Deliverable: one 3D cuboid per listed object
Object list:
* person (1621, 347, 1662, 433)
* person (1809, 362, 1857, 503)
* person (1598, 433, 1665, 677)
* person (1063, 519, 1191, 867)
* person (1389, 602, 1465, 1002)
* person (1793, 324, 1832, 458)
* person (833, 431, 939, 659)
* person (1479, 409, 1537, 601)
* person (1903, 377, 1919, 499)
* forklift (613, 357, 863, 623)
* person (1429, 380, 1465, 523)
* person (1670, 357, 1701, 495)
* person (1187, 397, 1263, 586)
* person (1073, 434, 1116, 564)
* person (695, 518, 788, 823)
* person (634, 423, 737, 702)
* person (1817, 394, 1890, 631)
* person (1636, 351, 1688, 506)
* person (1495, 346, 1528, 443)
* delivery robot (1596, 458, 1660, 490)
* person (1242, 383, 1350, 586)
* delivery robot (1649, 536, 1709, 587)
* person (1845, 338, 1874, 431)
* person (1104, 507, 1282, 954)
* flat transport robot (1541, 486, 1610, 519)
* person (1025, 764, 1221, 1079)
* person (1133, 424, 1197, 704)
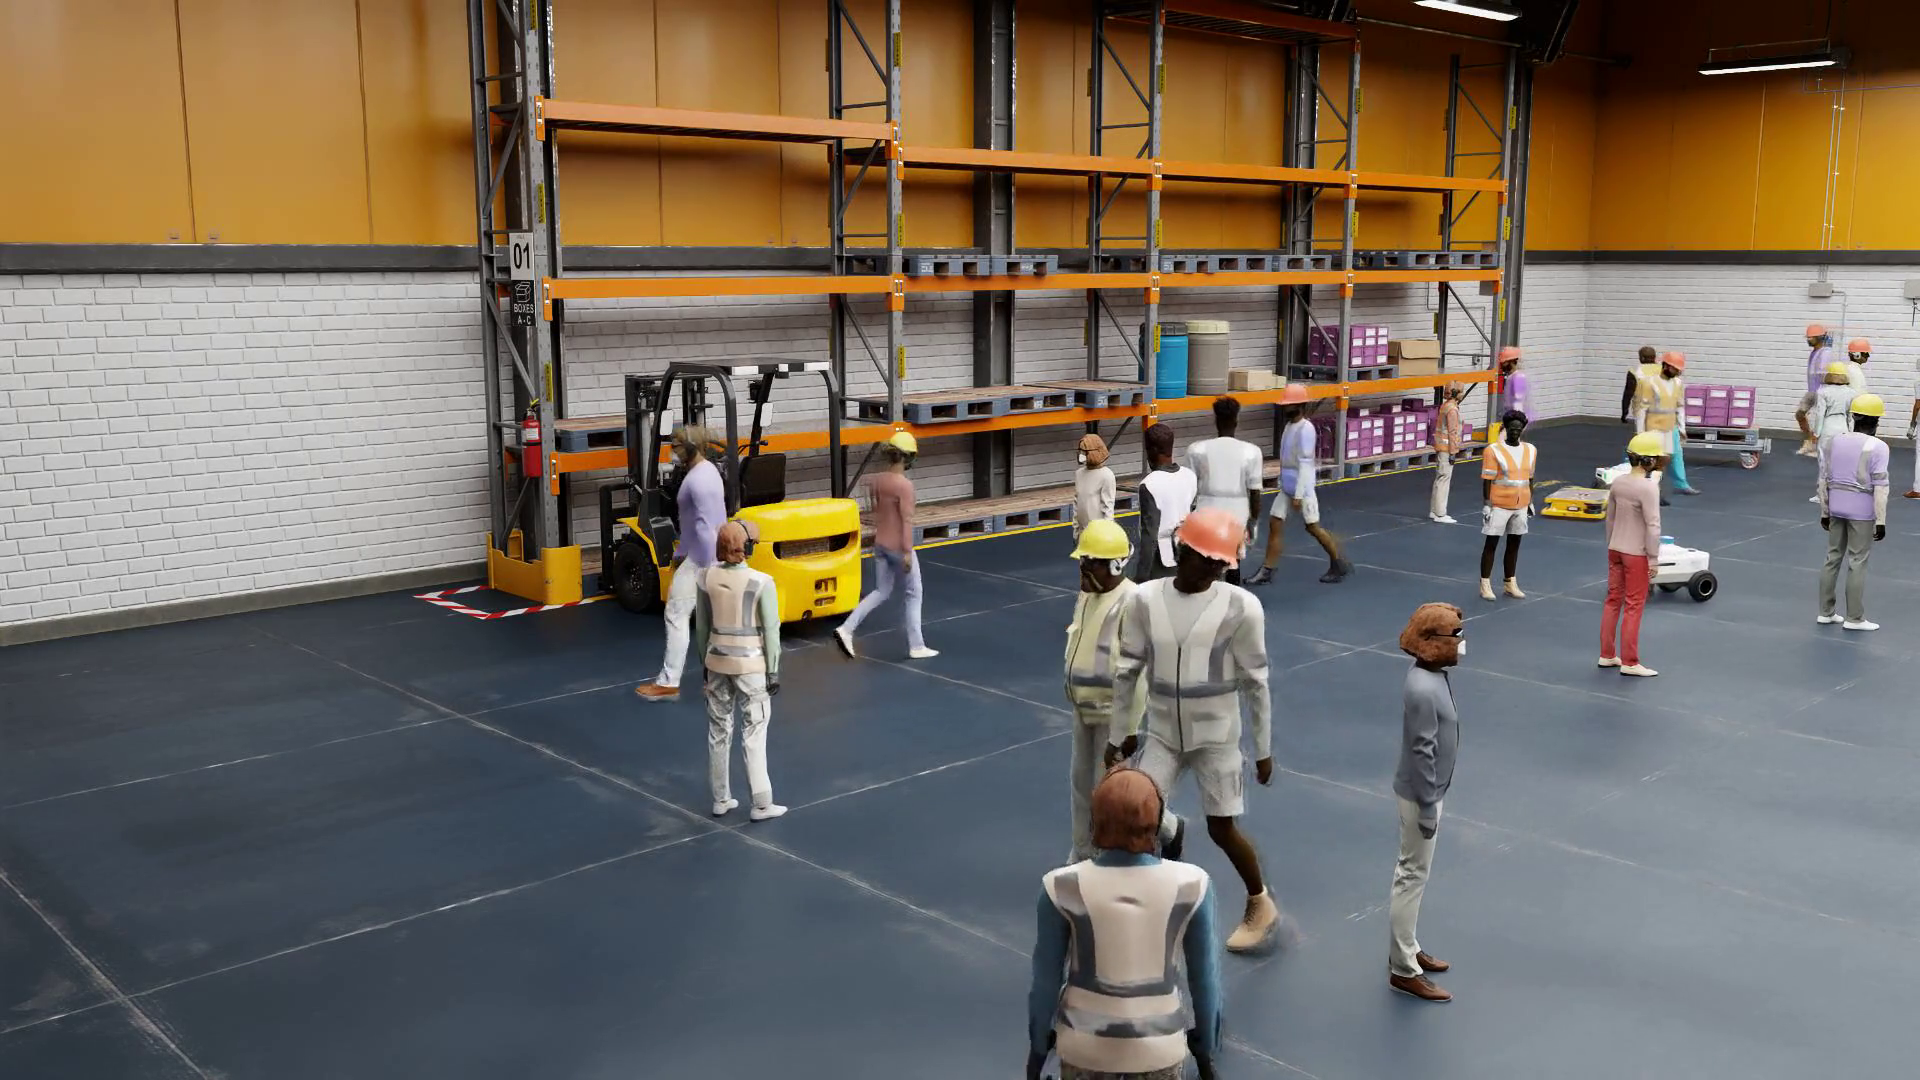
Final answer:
[{"bbox_3d":[9.533,-1.791,23.133,0.648,1.771,1.058,-1,10,-4],"label":"person"},{"bbox_3d":[10.731,-1.318,20.464,0.492,1.742,0.321,0,10,-2],"label":"person"},{"bbox_3d":[4.909,0.100,12.095,0.328,1.767,0.530,-2,10,-13],"label":"person"},{"bbox_3d":[0.747,0.789,7.930,0.629,1.816,0.610,-4,10,-22],"label":"person"},{"bbox_3d":[1.930,1.058,6.874,0.279,1.634,0.498,3,10,17],"label":"person"},{"bbox_3d":[12.835,-2.232,24.999,0.612,2.017,0.620,1,10,5],"label":"person"},{"bbox_3d":[-0.567,0.057,12.467,0.758,1.732,0.543,-6,12,-33],"label":"person"},{"bbox_3d":[4.838,-0.308,14.678,0.540,1.698,0.318,-3,10,-16],"label":"person"},{"bbox_3d":[12.111,-1.430,20.784,0.513,1.862,0.328,0,10,-2],"label":"person"},{"bbox_3d":[-1.847,-0.414,13.852,1.214,2.155,2.313,-9,13,-42],"label":"forklift"},{"bbox_3d":[5.571,-1.006,18.982,0.319,1.631,0.511,1,10,7],"label":"person"},{"bbox_3d":[8.991,-1.482,21.275,0.583,1.795,0.973,-8,13,-39],"label":"person"},{"bbox_3d":[2.100,-0.196,13.378,0.618,1.910,1.014,1,10,4],"label":"person"},{"bbox_3d":[1.069,-0.042,13.343,0.280,1.624,0.494,-6,11,-32],"label":"person"},{"bbox_3d":[-1.190,0.700,8.948,0.515,1.641,0.315,5,11,27],"label":"person"},{"bbox_3d":[-1.889,0.157,11.364,0.892,1.901,0.658,0,10,-2],"label":"person"},{"bbox_3d":[7.293,-0.229,13.553,0.384,1.925,0.593,-4,10,-22],"label":"person"},{"bbox_3d":[8.505,-1.347,20.136,0.577,1.906,0.427,-4,10,-20],"label":"person"},{"bbox_3d":[6.897,-1.470,20.853,0.412,1.913,0.581,2,10,14],"label":"person"},{"bbox_3d":[8.208,-0.766,20.433,0.707,0.478,0.477,0,10,2],"label":"delivery robot"},{"bbox_3d":[3.153,-0.504,15.304,1.021,1.891,0.555,-2,10,-12],"label":"person"},{"bbox_3d":[6.247,0.210,14.721,0.707,0.478,0.477,-3,10,-16],"label":"delivery robot"},{"bbox_3d":[11.401,-1.581,21.264,0.382,1.993,0.622,3,10,17],"label":"person"},{"bbox_3d":[0.986,0.831,7.161,0.711,2.005,0.688,5,11,29],"label":"person"},{"bbox_3d":[7.388,-0.451,19.694,0.652,0.197,1.431,6,11,31],"label":"flat transport robot"},{"bbox_3d":[0.465,1.450,4.639,0.548,1.613,0.637,0,10,-1],"label":"person"},{"bbox_3d":[1.385,0.168,11.273,0.391,1.913,0.588,8,12,38],"label":"person"}]
